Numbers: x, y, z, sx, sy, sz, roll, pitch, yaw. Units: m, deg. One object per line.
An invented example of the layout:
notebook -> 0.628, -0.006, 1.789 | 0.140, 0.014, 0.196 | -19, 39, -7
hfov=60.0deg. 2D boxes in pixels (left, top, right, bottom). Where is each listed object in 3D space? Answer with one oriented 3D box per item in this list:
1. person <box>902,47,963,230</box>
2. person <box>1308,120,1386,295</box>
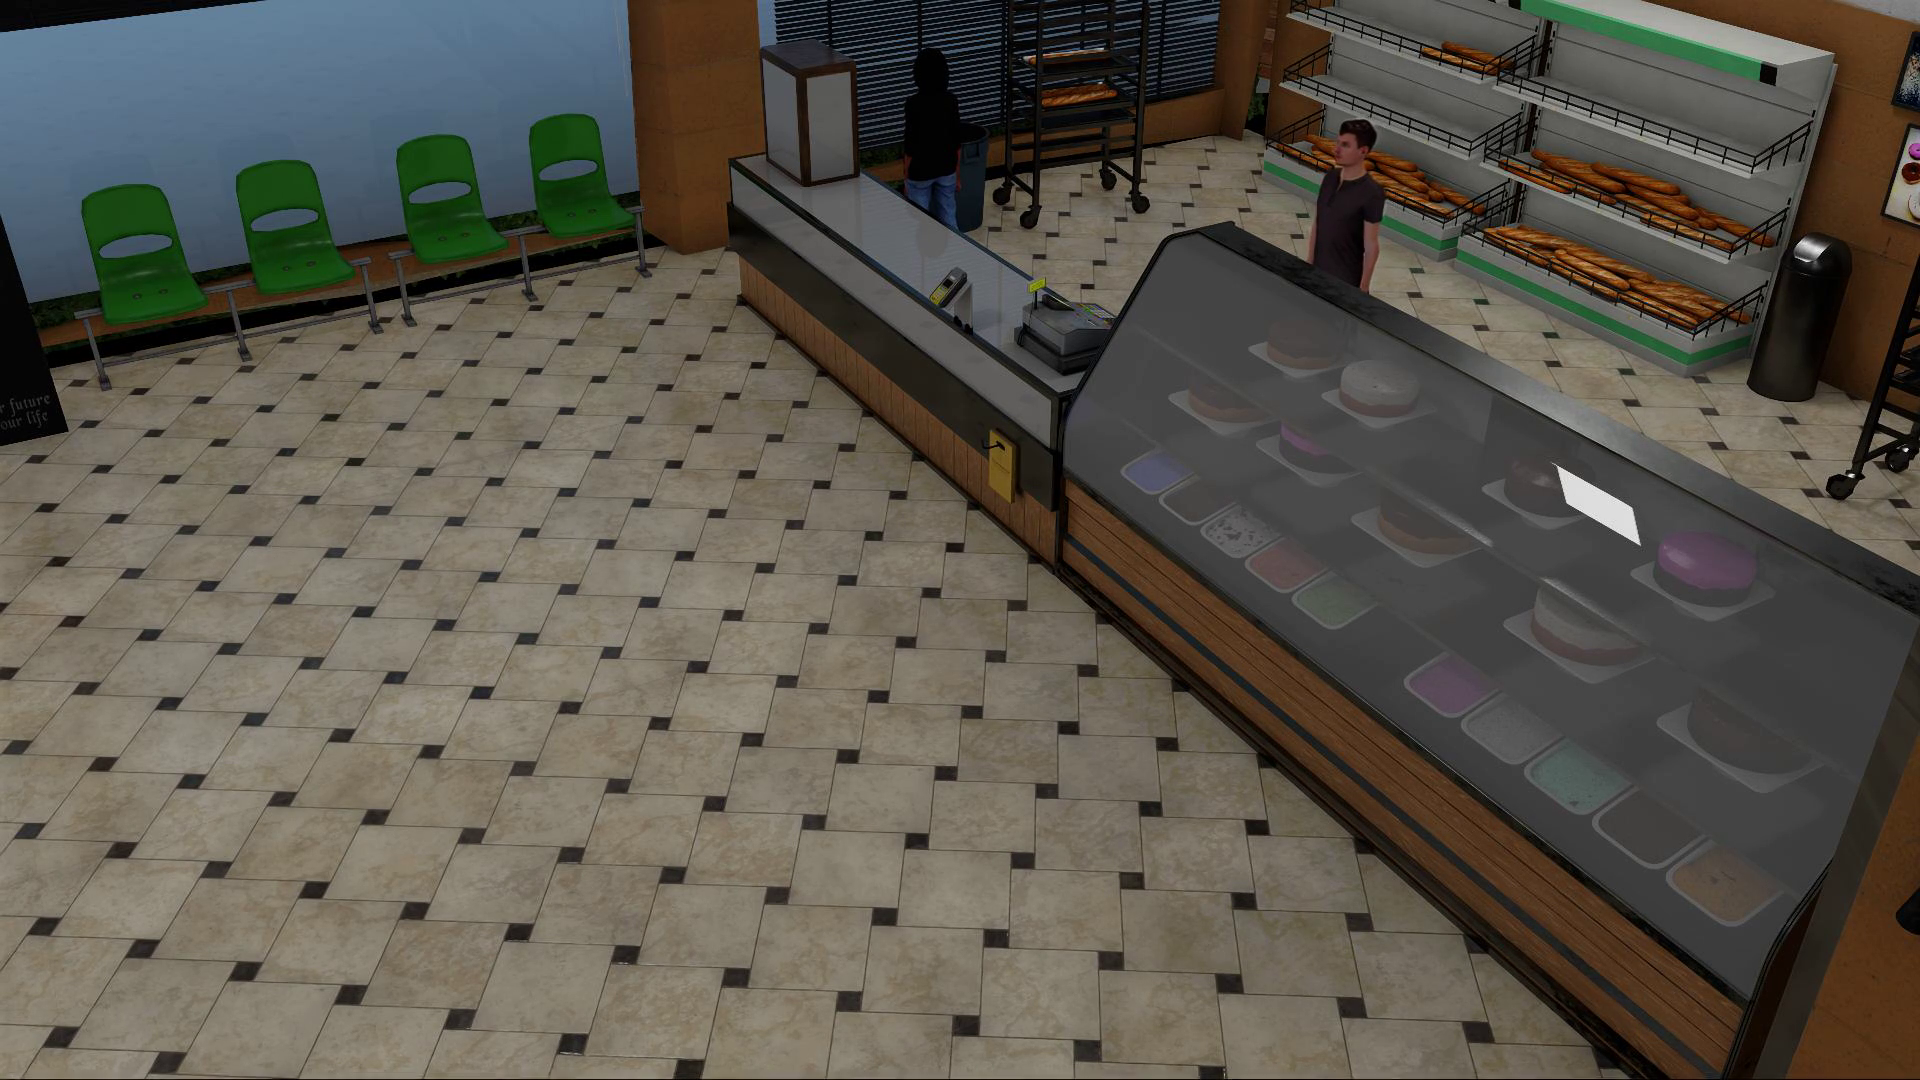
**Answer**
person -> -0.191, -2.400, 10.992 | 0.510, 1.701, 0.657 | -12, 34, -19
person -> 2.132, -1.449, 9.322 | 0.537, 1.851, 0.644 | -16, 35, -24
